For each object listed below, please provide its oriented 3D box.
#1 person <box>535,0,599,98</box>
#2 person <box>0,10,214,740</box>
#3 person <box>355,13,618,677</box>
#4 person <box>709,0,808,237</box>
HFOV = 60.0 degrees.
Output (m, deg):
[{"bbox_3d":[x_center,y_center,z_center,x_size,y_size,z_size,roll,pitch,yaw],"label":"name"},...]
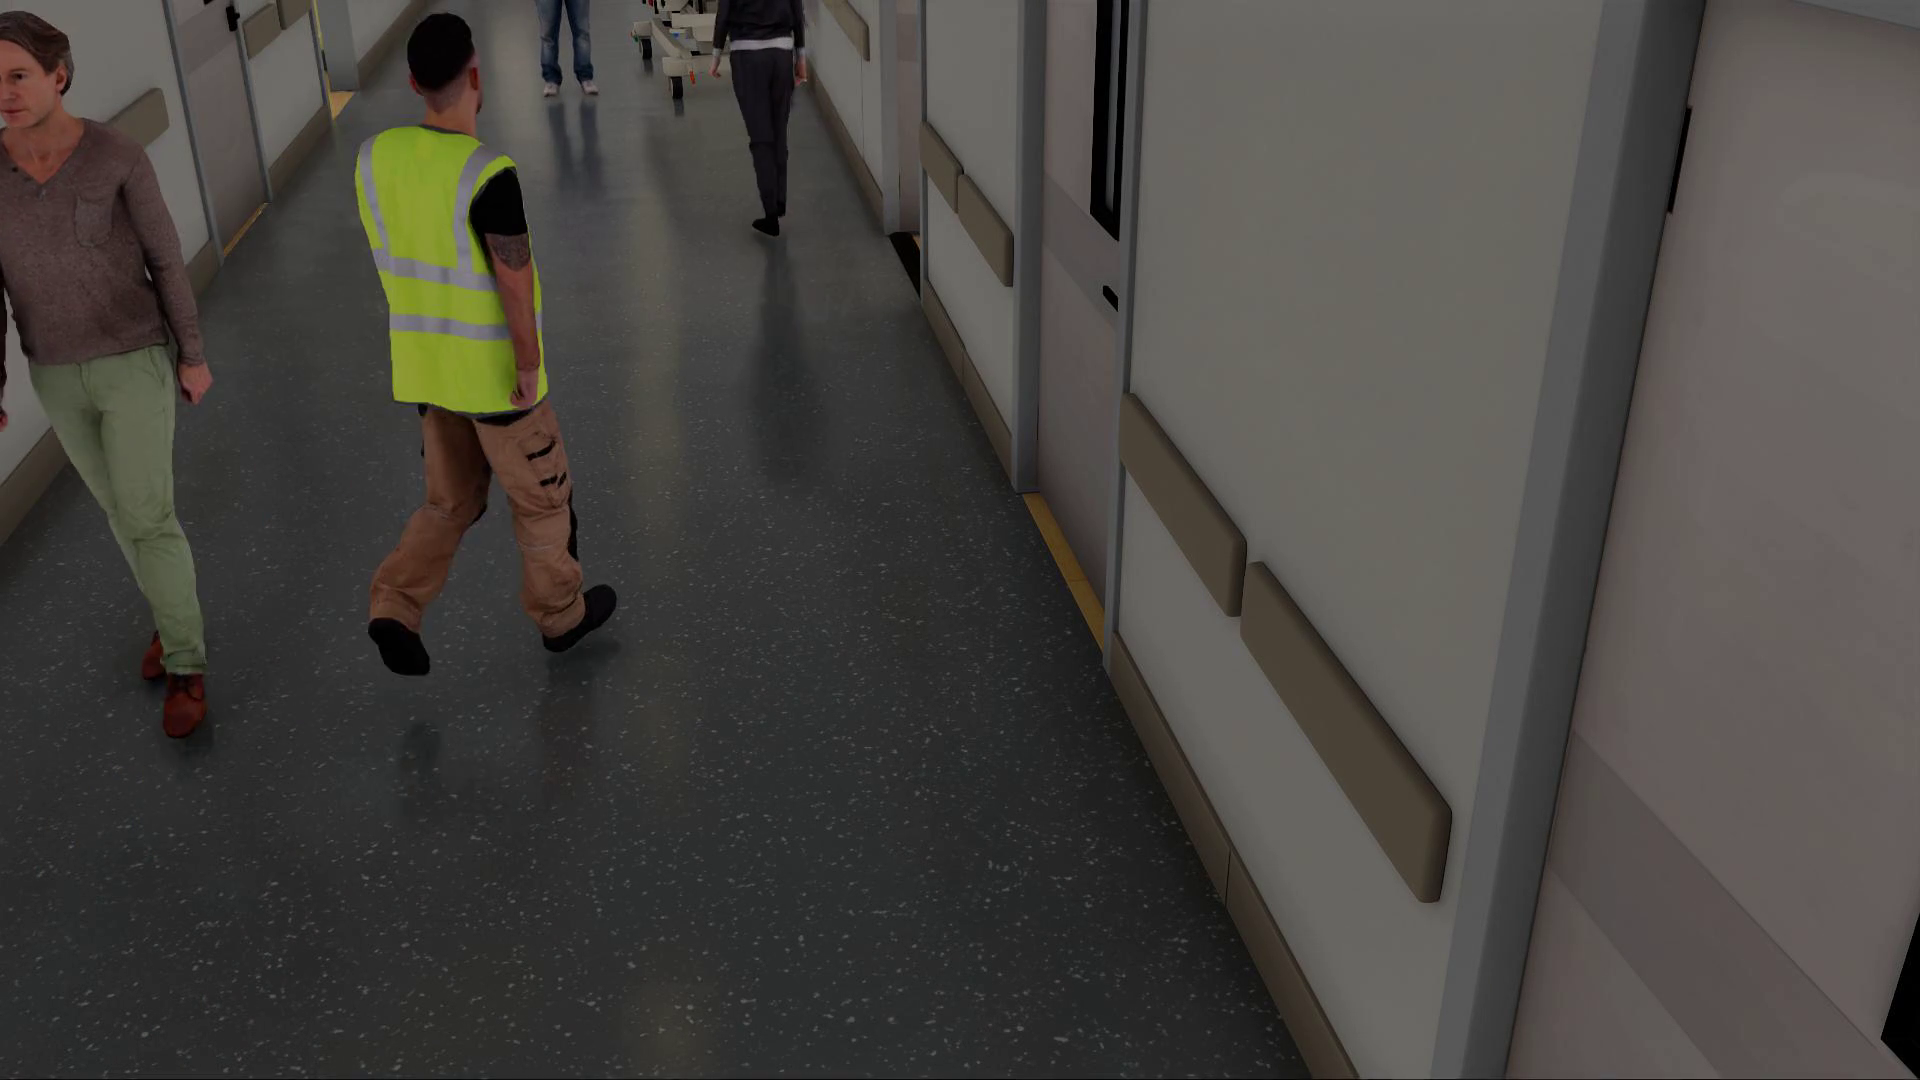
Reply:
[{"bbox_3d":[-2.967,-4.244,12.375,0.523,1.808,0.721,-7,27,-15],"label":"person"},{"bbox_3d":[-2.290,-0.473,4.510,0.884,1.848,0.783,-1,26,-2],"label":"person"},{"bbox_3d":[-1.360,-0.442,4.479,1.094,1.818,1.083,12,28,24],"label":"person"},{"bbox_3d":[-1.001,-2.470,8.747,0.632,1.763,0.755,-14,29,-26],"label":"person"}]
